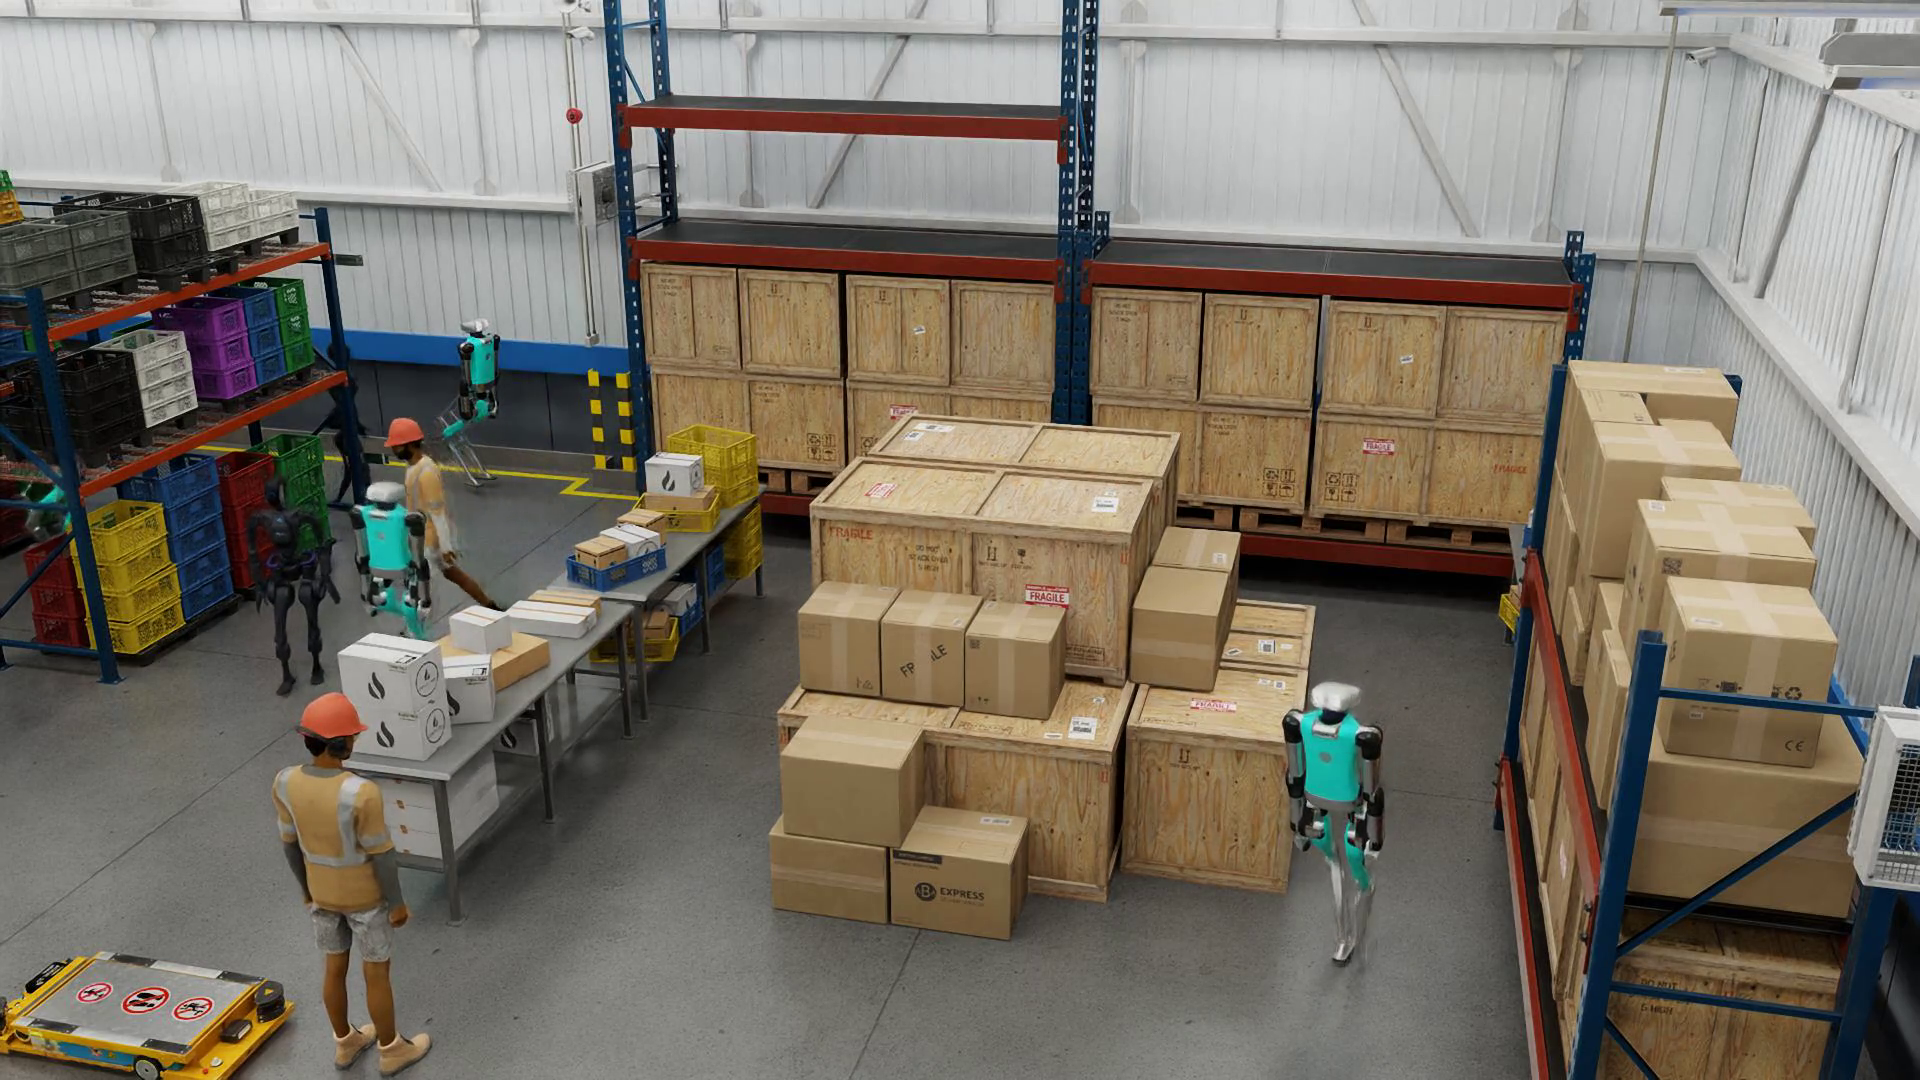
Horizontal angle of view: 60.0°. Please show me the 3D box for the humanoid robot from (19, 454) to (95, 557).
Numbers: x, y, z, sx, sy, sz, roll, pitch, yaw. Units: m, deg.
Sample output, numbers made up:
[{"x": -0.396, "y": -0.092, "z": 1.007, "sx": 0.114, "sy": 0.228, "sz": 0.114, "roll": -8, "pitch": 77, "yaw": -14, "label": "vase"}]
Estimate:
[{"x": -7.801, "y": -0.506, "z": 14.340, "sx": 0.543, "sy": 1.776, "sz": 0.806, "roll": 14, "pitch": 25, "yaw": 32, "label": "humanoid robot"}]

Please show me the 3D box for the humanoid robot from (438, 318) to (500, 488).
[{"x": -4.886, "y": -1.378, "z": 16.406, "sx": 0.735, "sy": 1.677, "sz": 0.533, "roll": 9, "pitch": 23, "yaw": 21, "label": "humanoid robot"}]

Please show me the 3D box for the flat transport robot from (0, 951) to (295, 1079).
[{"x": -4.270, "y": 2.464, "z": 8.601, "sx": 1.431, "sy": 0.231, "sz": 0.659, "roll": 5, "pitch": 22, "yaw": 13, "label": "flat transport robot"}]

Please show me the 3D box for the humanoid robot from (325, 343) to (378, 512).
[{"x": -5.872, "y": -1.073, "z": 15.905, "sx": 0.519, "sy": 1.639, "sz": 0.590, "roll": -4, "pitch": 21, "yaw": -10, "label": "humanoid robot"}]

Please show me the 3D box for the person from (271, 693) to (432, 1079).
[{"x": -2.976, "y": 1.697, "z": 8.139, "sx": 0.605, "sy": 2.034, "sz": 0.388, "roll": 7, "pitch": 22, "yaw": 17, "label": "person"}]

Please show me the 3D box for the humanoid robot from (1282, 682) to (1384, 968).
[{"x": 2.080, "y": 1.548, "z": 9.038, "sx": 0.564, "sy": 1.852, "sz": 0.753, "roll": 13, "pitch": 25, "yaw": 31, "label": "humanoid robot"}]

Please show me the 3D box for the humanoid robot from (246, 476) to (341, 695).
[{"x": -4.897, "y": 0.320, "z": 12.241, "sx": 0.608, "sy": 1.648, "sz": 0.463, "roll": -4, "pitch": 21, "yaw": -11, "label": "humanoid robot"}]

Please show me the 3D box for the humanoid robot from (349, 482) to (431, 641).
[{"x": -3.983, "y": 0.353, "z": 12.100, "sx": 0.584, "sy": 1.790, "sz": 0.790, "roll": 3, "pitch": 21, "yaw": 8, "label": "humanoid robot"}]

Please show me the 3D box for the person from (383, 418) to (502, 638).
[{"x": -4.090, "y": -0.064, "z": 12.972, "sx": 0.983, "sy": 1.883, "sz": 0.543, "roll": -7, "pitch": 22, "yaw": -19, "label": "person"}]
